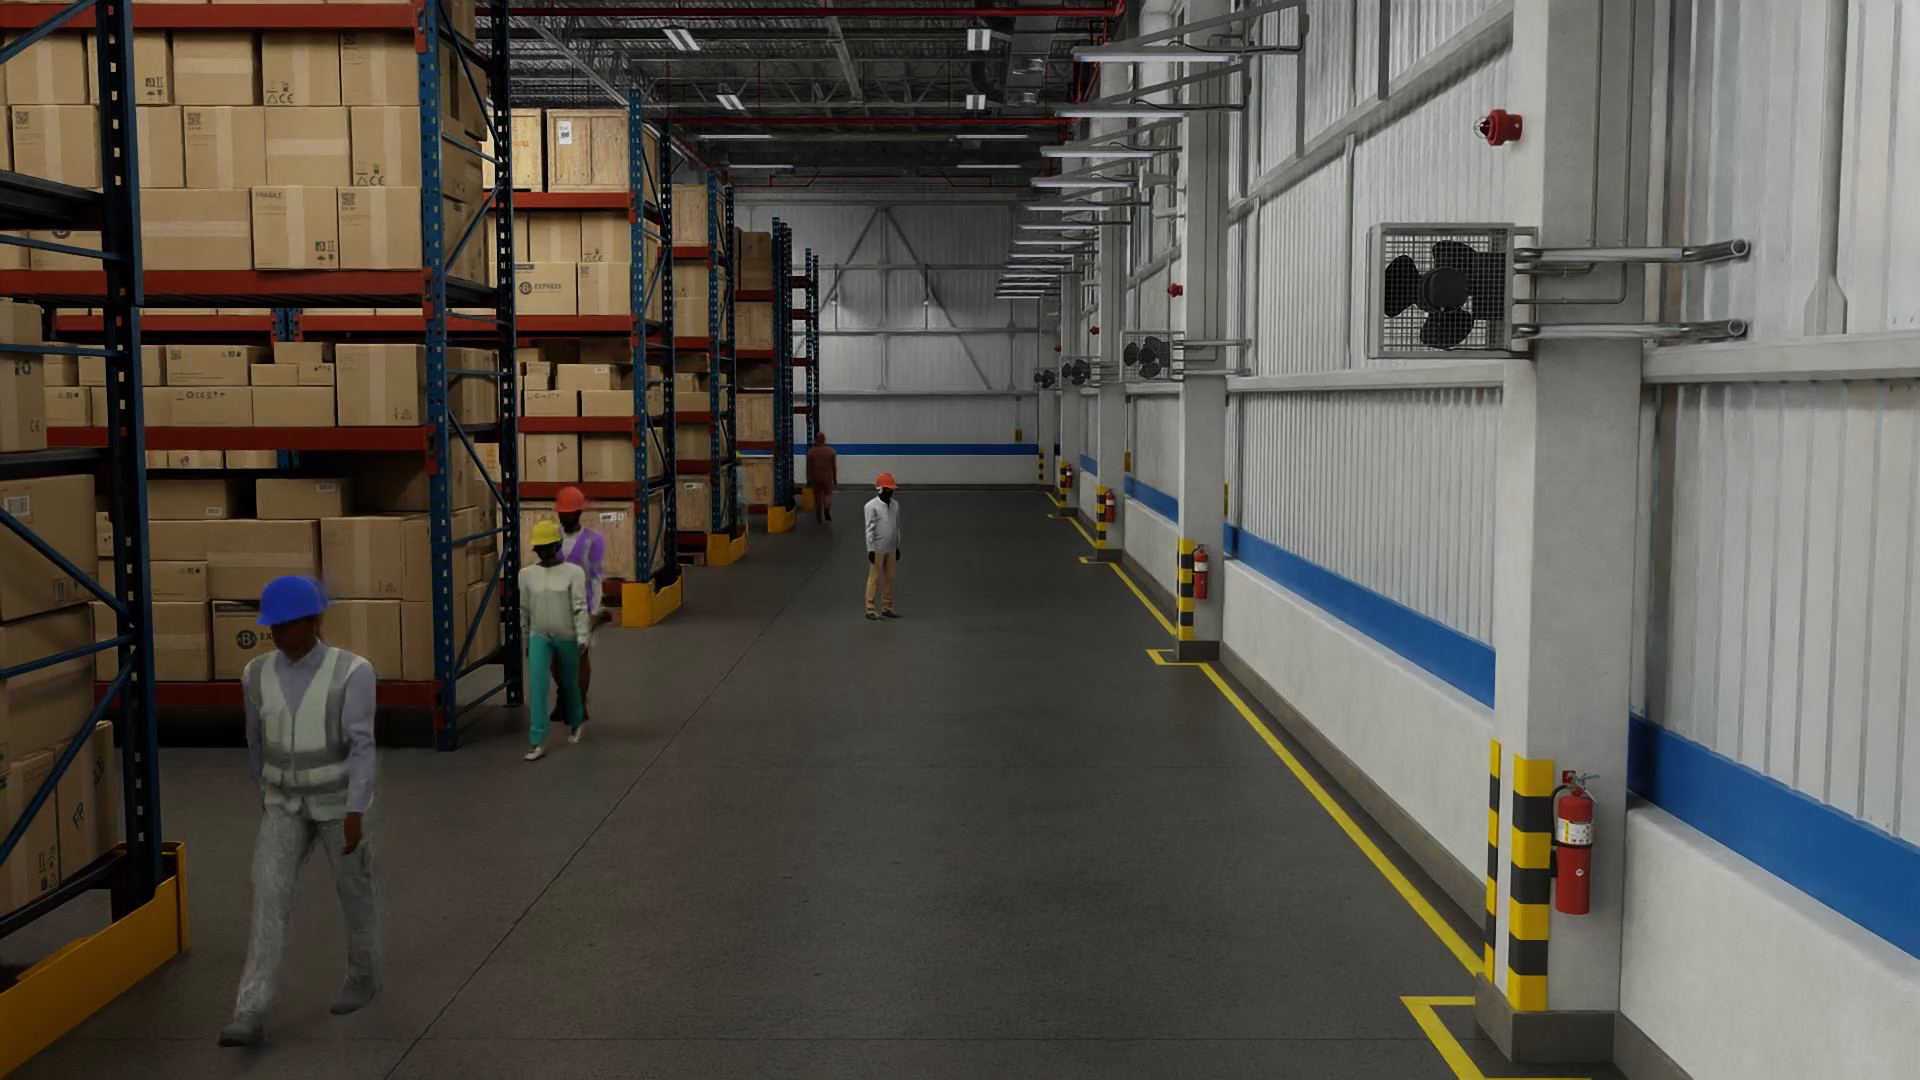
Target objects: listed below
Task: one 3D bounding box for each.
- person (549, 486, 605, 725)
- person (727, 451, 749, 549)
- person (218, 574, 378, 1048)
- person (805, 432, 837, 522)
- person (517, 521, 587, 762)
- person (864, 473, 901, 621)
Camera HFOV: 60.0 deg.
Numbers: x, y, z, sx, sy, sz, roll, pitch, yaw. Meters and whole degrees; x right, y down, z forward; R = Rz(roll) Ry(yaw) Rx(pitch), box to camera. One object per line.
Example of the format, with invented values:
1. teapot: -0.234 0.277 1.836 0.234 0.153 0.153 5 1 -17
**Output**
1. person: -3.091 0.529 13.286 0.540 1.918 0.443 1 5 13
2. person: -3.919 -0.693 28.720 0.750 1.715 0.488 4 6 38
3. person: -2.686 1.092 6.819 0.616 1.895 0.955 0 5 4
4. person: -2.912 -1.313 34.898 0.667 1.891 0.426 0 5 -3
5. person: -2.995 0.709 12.297 0.529 1.727 0.889 0 5 0
6. person: -0.884 0.078 19.574 0.353 1.742 0.563 4 6 39
